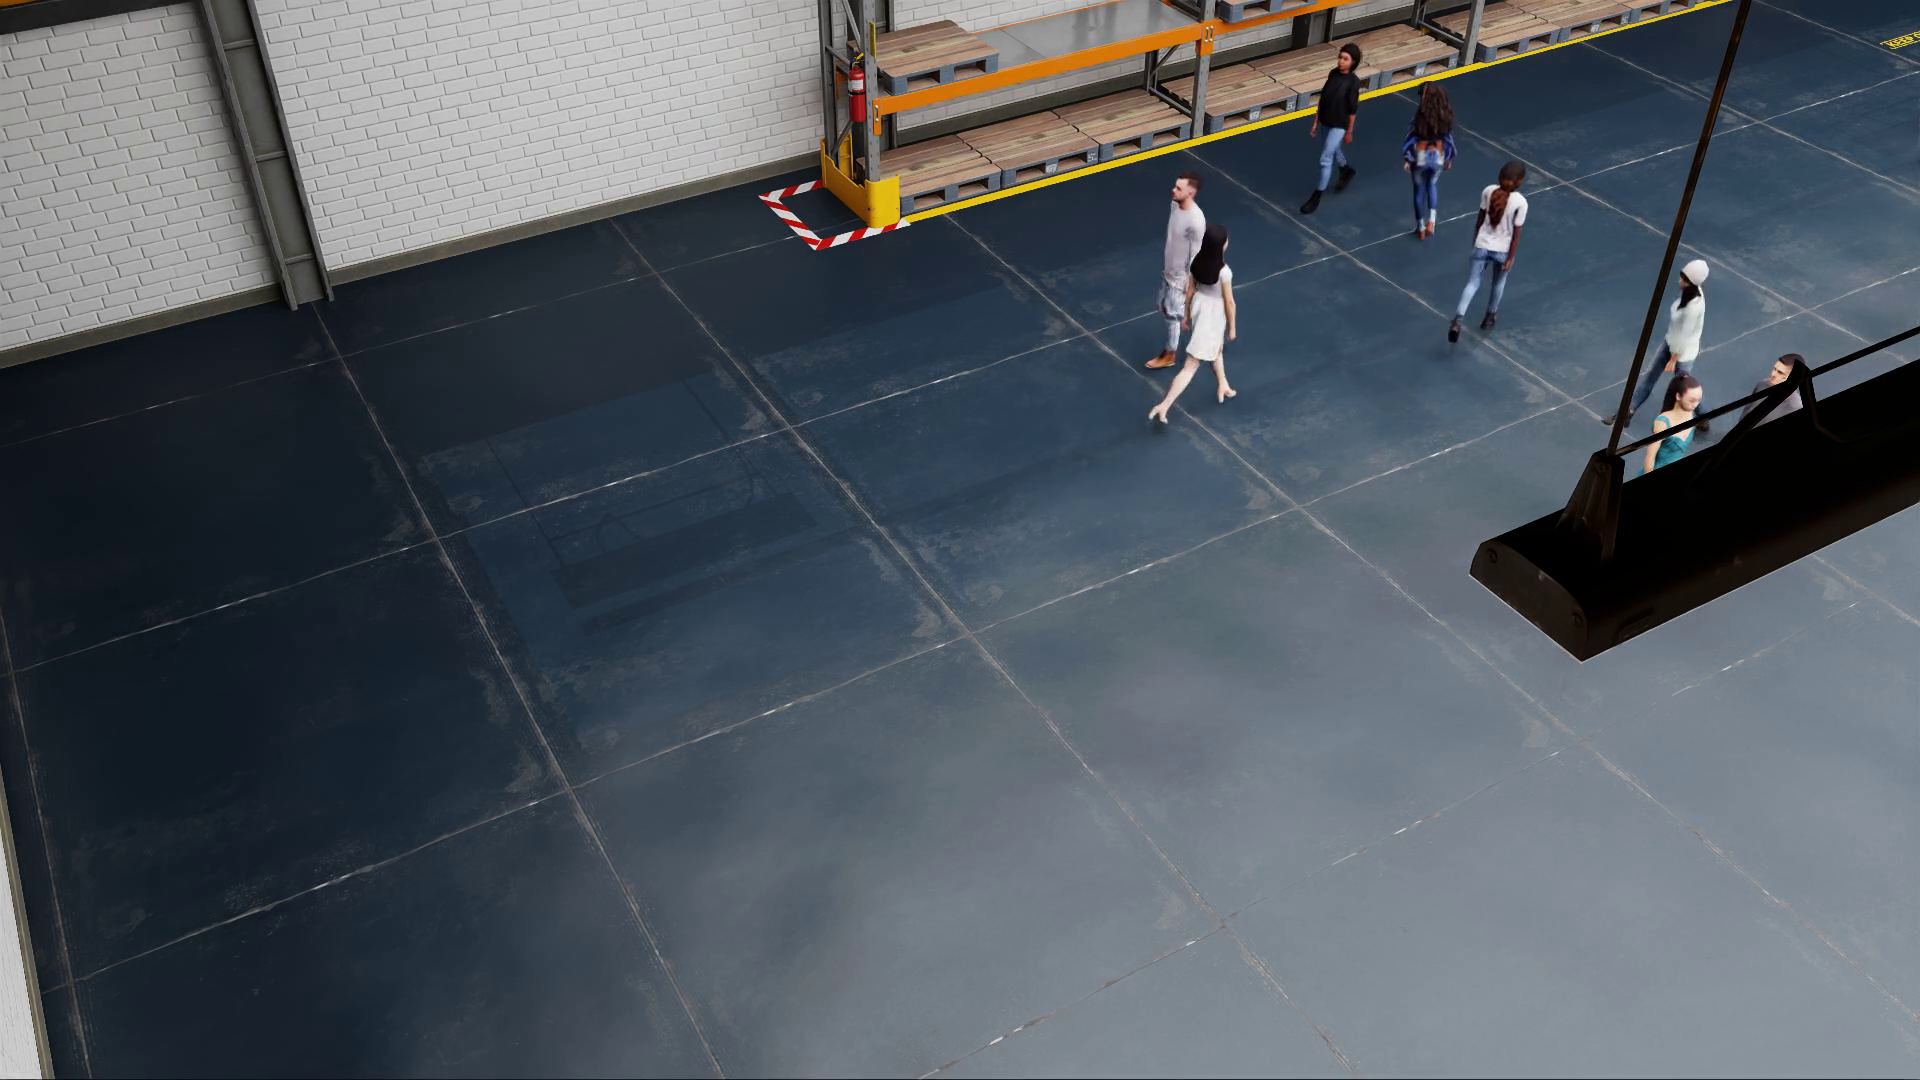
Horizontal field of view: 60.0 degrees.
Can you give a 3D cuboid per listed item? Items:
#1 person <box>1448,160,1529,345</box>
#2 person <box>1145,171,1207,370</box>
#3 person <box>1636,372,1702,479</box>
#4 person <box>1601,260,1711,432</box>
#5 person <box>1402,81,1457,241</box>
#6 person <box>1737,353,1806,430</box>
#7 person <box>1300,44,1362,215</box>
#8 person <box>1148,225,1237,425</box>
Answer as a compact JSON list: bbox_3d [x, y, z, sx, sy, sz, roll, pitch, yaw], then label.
[{"bbox_3d":[4.611,-2.493,14.532,0.872,1.693,1.132,24,45,27],"label":"person"},{"bbox_3d":[1.949,-2.306,14.189,0.958,1.829,0.802,-10,40,-13],"label":"person"},{"bbox_3d":[5.022,-0.449,11.974,0.405,1.691,0.607,-20,43,-23],"label":"person"},{"bbox_3d":[5.868,-1.524,13.398,1.173,1.595,1.057,9,40,12],"label":"person"},{"bbox_3d":[4.501,-3.599,15.986,0.791,1.607,0.859,1,39,1],"label":"person"},{"bbox_3d":[5.786,-0.593,12.098,0.547,1.761,0.632,-17,41,-20],"label":"person"},{"bbox_3d":[3.790,-4.146,16.624,1.133,1.666,0.632,-24,45,-27],"label":"person"},{"bbox_3d":[1.944,-1.686,13.496,1.234,1.726,0.703,-26,45,-29],"label":"person"}]
